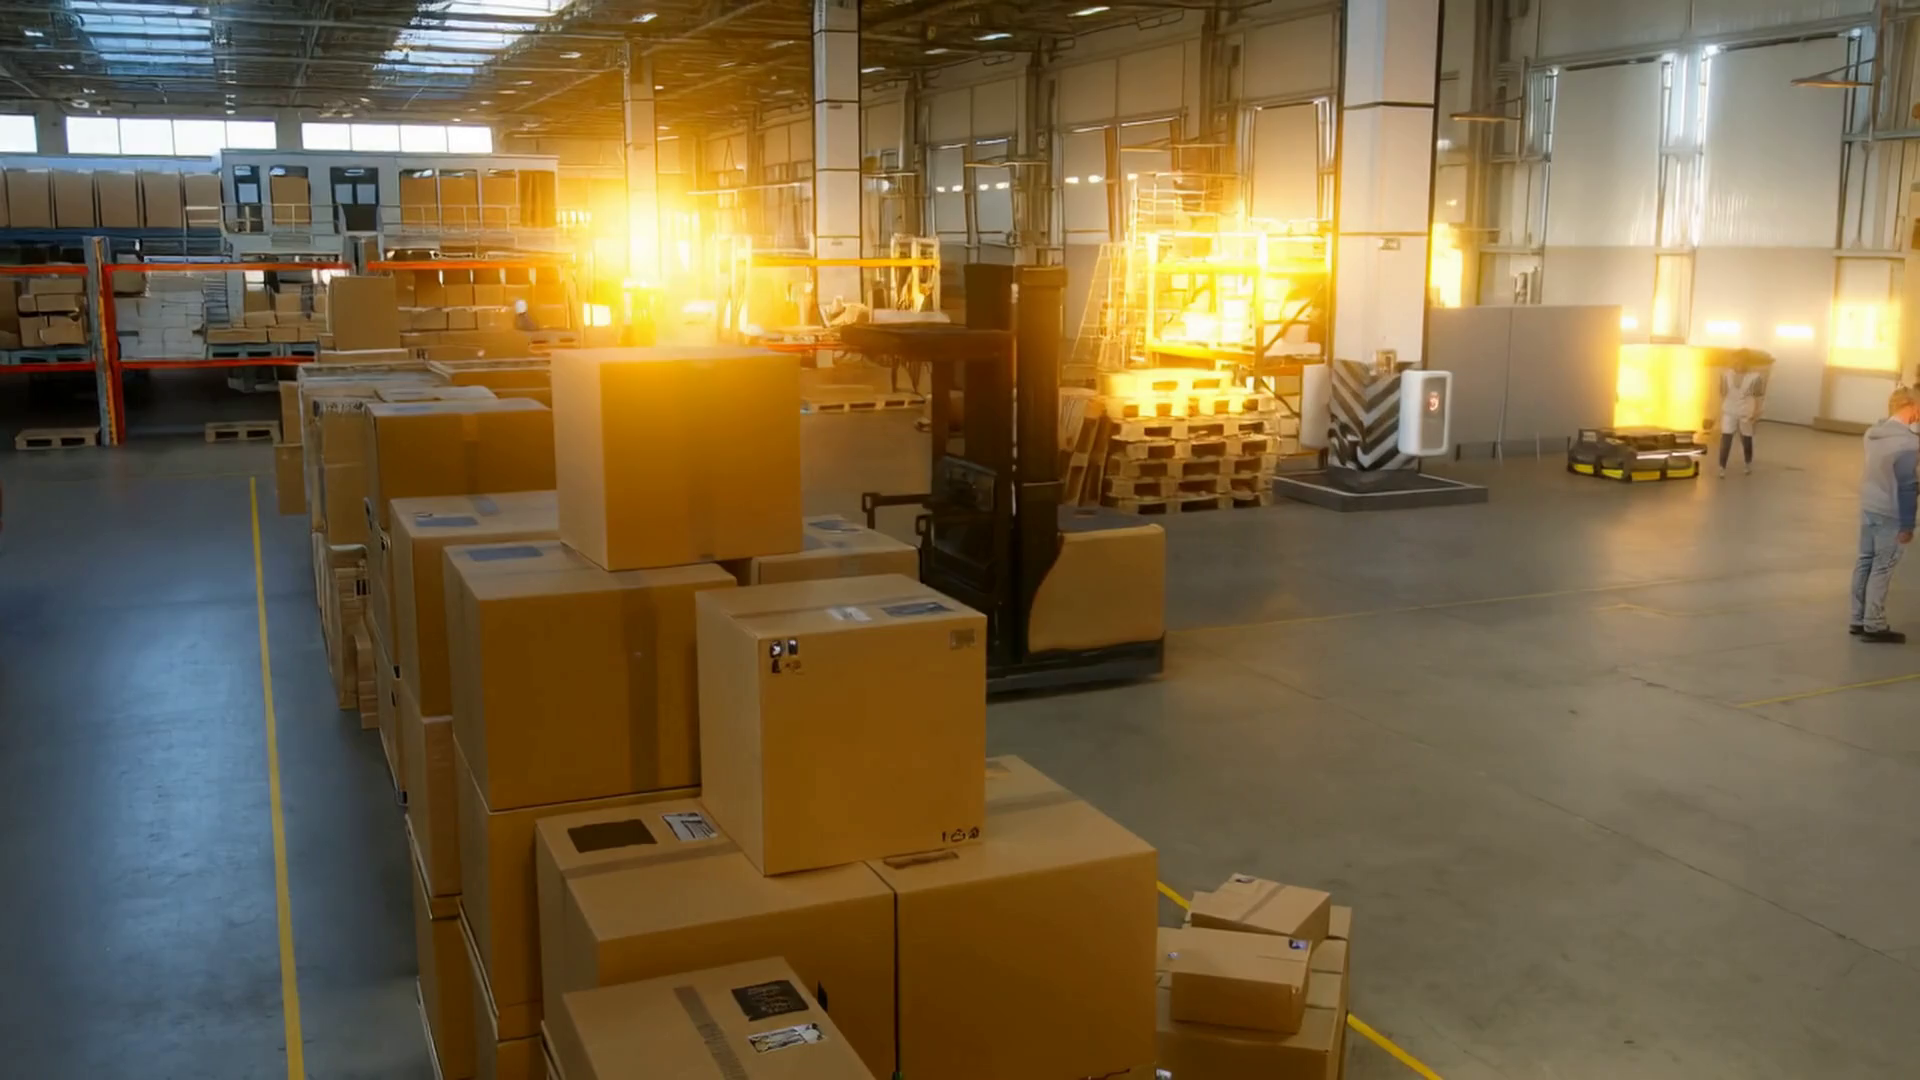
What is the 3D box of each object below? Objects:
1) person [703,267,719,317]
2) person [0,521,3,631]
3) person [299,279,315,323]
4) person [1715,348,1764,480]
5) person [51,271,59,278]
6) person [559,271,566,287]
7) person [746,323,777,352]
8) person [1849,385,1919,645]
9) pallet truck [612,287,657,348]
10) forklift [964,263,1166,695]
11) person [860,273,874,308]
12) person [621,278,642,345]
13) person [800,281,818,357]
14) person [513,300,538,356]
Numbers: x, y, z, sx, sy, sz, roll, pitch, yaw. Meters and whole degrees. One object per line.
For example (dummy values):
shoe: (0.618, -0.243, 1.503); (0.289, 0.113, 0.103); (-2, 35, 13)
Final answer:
person: (-9.450, -9.424, 63.349); (0.985, 1.906, 0.605); (3, 11, 16)
person: (-7.520, -0.172, 12.360); (0.443, 1.900, 0.699); (6, 12, 30)
person: (-17.032, -5.829, 43.420); (0.371, 1.935, 0.627); (-10, 14, -42)
person: (9.734, -1.577, 20.768); (0.567, 1.651, 0.884); (8, 13, 36)
person: (-29.217, -7.714, 53.788); (0.610, 1.945, 0.521); (2, 11, 12)
person: (-13.703, -8.321, 57.298); (0.572, 1.883, 0.353); (7, 12, 34)
person: (-2.626, -1.879, 21.727); (0.600, 1.907, 0.749); (-3, 11, -15)
person: (6.886, -0.186, 12.346); (0.383, 1.931, 0.631); (0, 10, 1)
pallet truck: (-6.464, -4.406, 35.401); (0.823, 1.965, 1.885); (6, 12, 32)
forklift: (0.365, -0.447, 11.149); (1.873, 2.768, 1.129); (-4, 11, -23)
person: (-3.383, -8.592, 59.057); (0.626, 1.799, 0.970); (0, 10, -1)
person: (-8.949, -6.154, 45.263); (0.568, 1.920, 0.552); (5, 11, 24)
person: (-3.829, -5.584, 42.099); (0.593, 1.922, 0.387); (7, 12, 34)
person: (-8.513, -3.780, 32.492); (0.646, 1.803, 0.648); (4, 11, 20)
